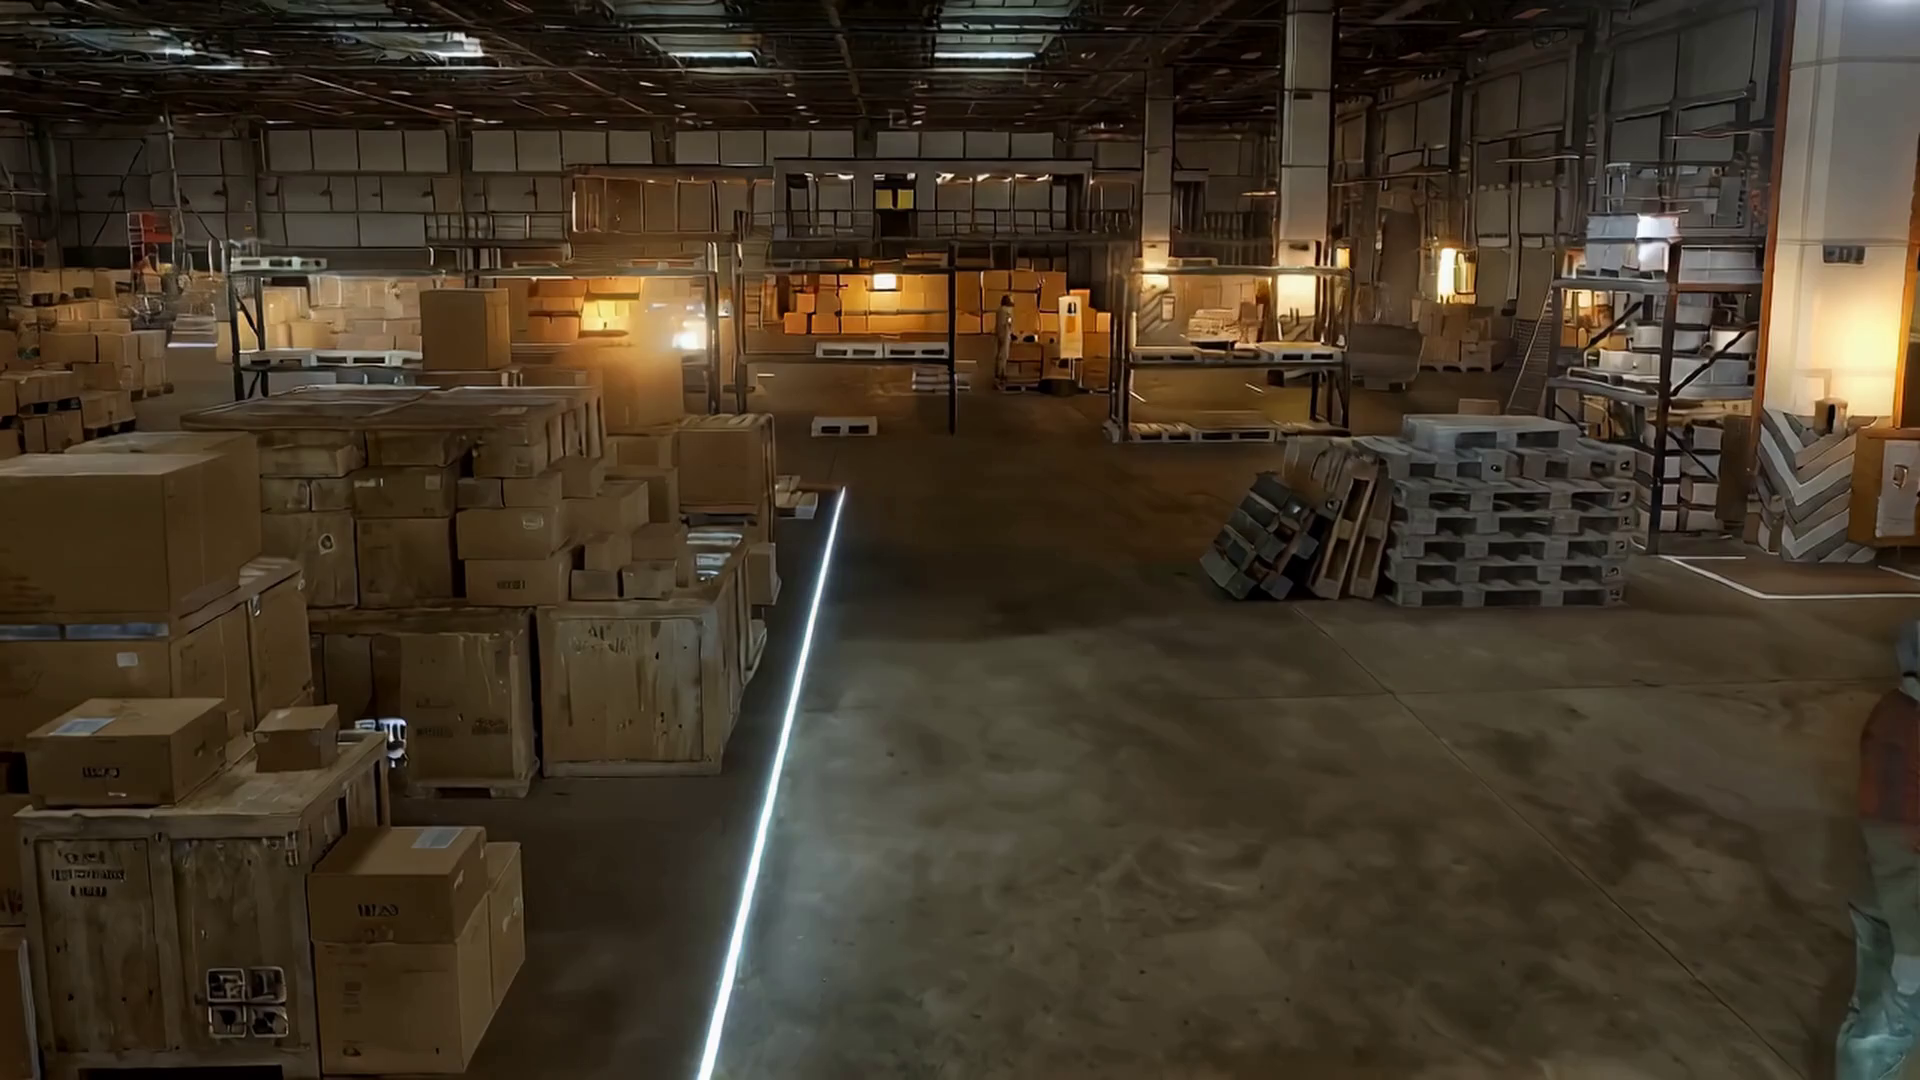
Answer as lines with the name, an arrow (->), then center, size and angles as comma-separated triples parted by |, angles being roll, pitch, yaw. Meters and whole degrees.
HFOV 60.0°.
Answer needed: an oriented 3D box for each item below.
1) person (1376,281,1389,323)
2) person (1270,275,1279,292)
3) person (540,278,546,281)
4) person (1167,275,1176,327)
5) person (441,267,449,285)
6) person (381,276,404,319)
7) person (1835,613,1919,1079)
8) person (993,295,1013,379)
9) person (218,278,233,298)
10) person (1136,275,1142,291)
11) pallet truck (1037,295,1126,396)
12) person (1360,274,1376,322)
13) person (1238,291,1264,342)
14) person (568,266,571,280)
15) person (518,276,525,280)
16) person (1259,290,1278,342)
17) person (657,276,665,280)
person -> 14.610, -8.081, 57.363 | 0.544, 1.663, 0.707 | -6, 12, -28
person -> 13.884, -10.965, 72.775 | 0.639, 1.900, 0.936 | 1, 10, 5
person -> -13.093, -7.215, 51.900 | 0.936, 1.910, 0.638 | 0, 10, -3
person -> 7.530, -8.612, 59.424 | 0.396, 1.992, 0.622 | 1, 10, 7
person -> -22.988, -11.232, 74.331 | 0.355, 1.883, 0.575 | -8, 13, -37
person -> -18.315, -7.603, 53.673 | 0.691, 2.000, 0.754 | 3, 11, 17
person -> 2.939, 1.157, 5.162 | 0.372, 1.940, 0.631 | 5, 12, 28
person -> 0.964, -4.476, 36.733 | 0.508, 1.872, 0.329 | 8, 13, 38
person -> -26.476, -8.562, 59.861 | 0.526, 1.737, 0.775 | 2, 10, 12
person -> 7.103, -9.338, 64.004 | 0.642, 1.805, 0.876 | -9, 13, -40
pallet truck -> 2.483, -3.881, 33.060 | 1.885, 1.965, 0.823 | -7, 13, -36
person -> 13.974, -8.152, 57.071 | 0.600, 1.908, 0.477 | -5, 11, -24
person -> 7.141, -5.199, 40.856 | 0.648, 1.832, 0.436 | 4, 11, 19
person -> -17.851, -11.615, 76.341 | 0.585, 1.928, 0.366 | -9, 14, -42
person -> -15.180, -8.280, 57.859 | 0.571, 1.883, 0.980 | -3, 10, -14
person -> 6.974, -4.574, 37.030 | 0.611, 1.947, 0.978 | 4, 11, 22
person -> -9.615, -7.591, 53.722 | 0.627, 1.991, 1.022 | -5, 11, -24
